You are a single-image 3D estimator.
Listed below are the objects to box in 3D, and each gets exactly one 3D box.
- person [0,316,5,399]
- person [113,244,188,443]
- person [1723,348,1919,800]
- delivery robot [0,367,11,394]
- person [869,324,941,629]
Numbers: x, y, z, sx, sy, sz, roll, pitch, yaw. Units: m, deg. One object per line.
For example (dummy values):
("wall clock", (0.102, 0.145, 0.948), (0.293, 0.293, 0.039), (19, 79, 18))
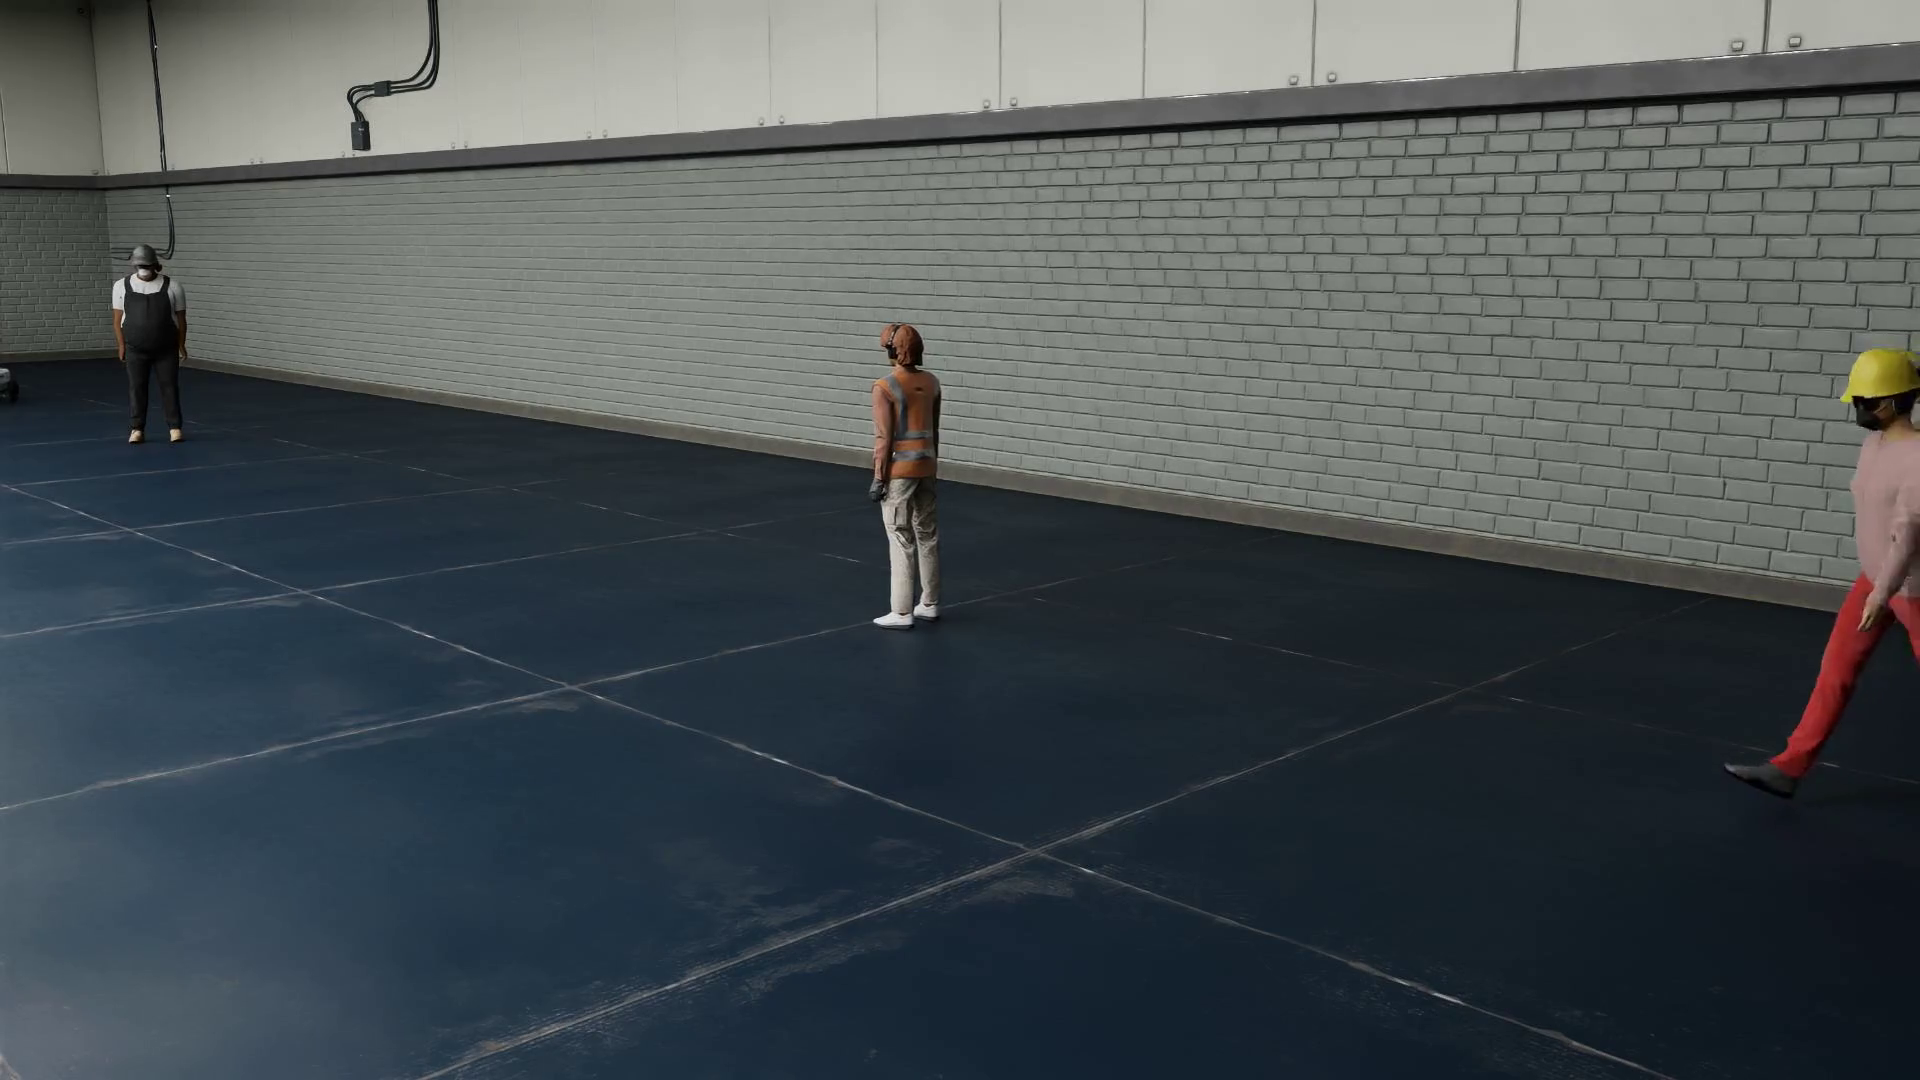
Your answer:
("person", (-12.596, -2.613, 21.386), (0.497, 1.633, 0.287), (-6, 12, -31))
("person", (-8.291, -2.003, 17.066), (0.678, 2.000, 0.536), (-4, 11, -20))
("person", (3.365, 0.163, 6.037), (0.936, 1.695, 0.541), (0, 10, 0))
("delivery robot", (-12.324, -2.051, 21.126), (0.477, 0.478, 0.707), (-3, 11, -17))
("person", (-0.291, -0.343, 8.990), (0.313, 1.639, 0.517), (8, 13, 38))
